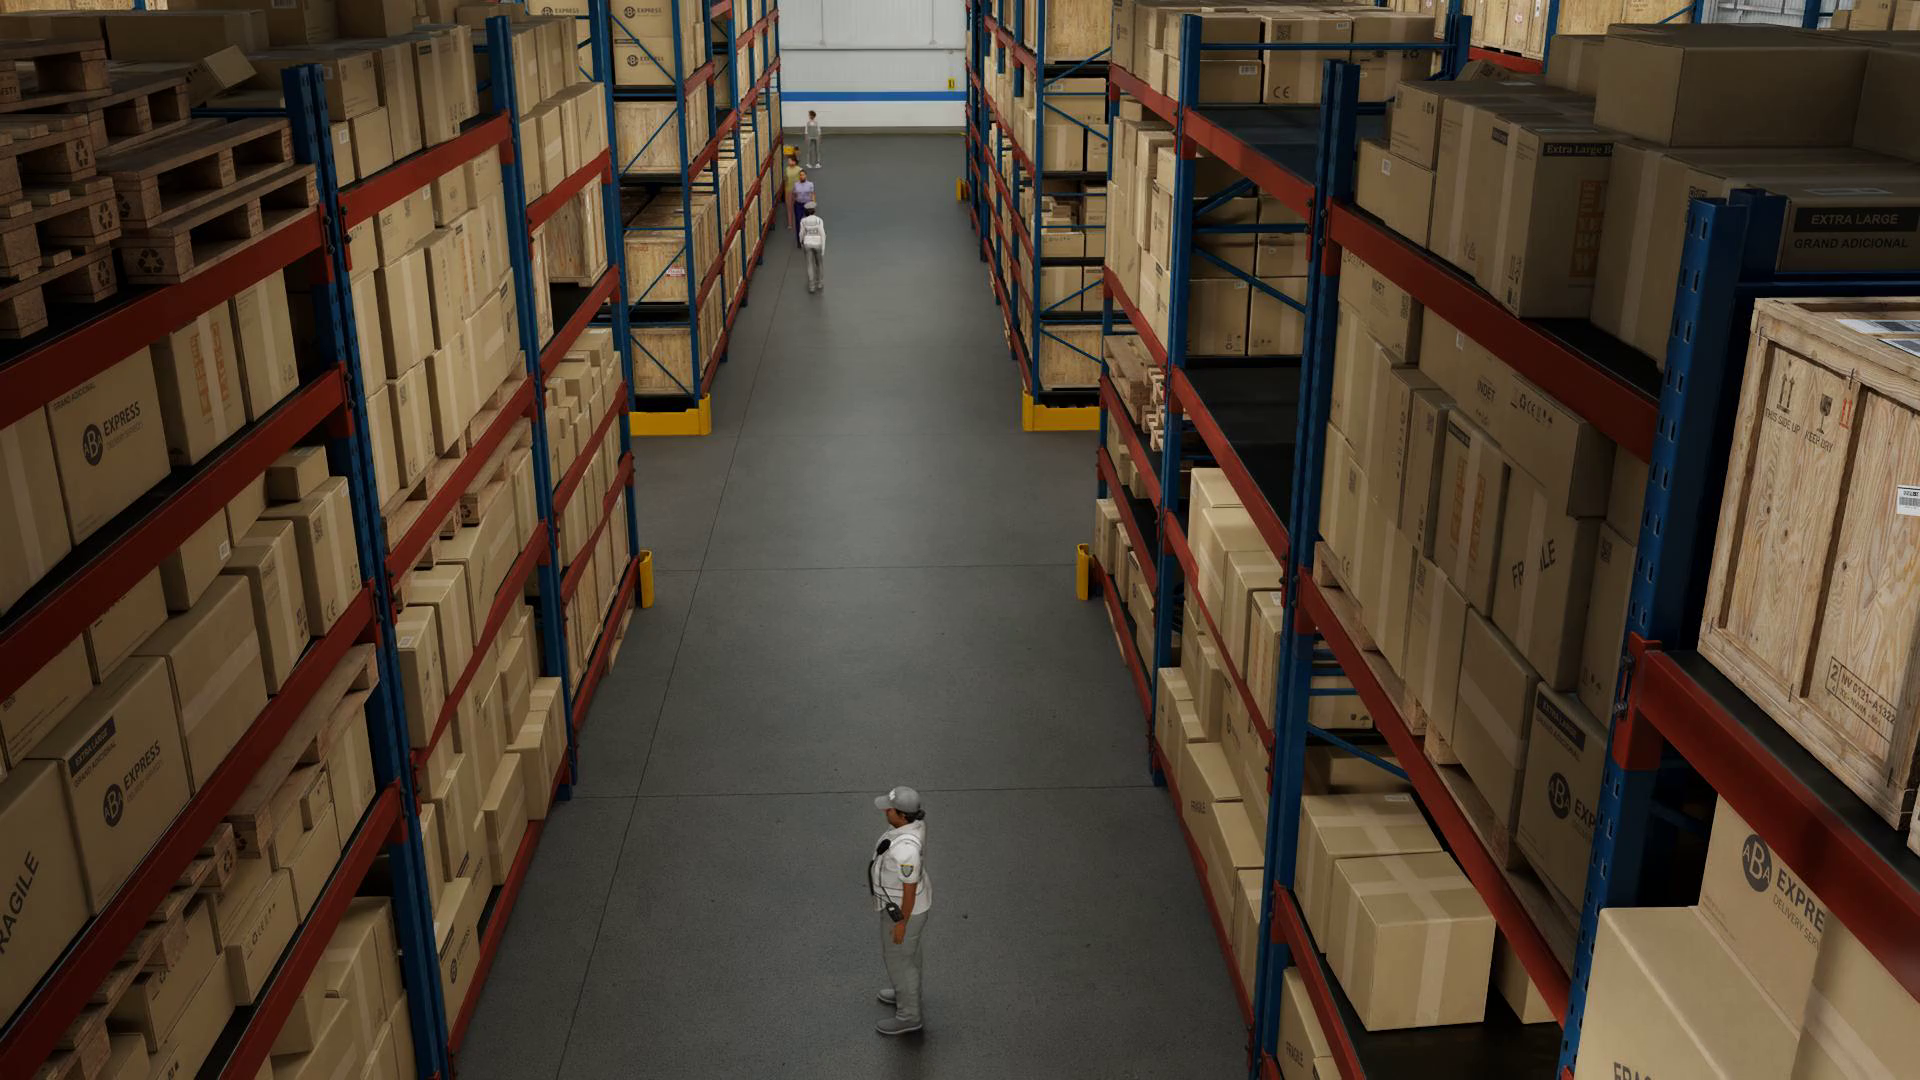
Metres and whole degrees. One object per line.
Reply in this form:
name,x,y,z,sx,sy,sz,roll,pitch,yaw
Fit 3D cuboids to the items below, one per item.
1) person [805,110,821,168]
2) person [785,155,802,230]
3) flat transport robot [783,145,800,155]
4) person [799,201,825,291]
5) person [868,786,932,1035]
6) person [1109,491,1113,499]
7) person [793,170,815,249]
person,-4.165,-11.383,47.200,0.441,1.596,0.377,1,20,2
person,-3.774,-7.973,37.936,0.465,1.613,0.863,1,20,3
flat transport robot,-5.612,-11.850,50.492,1.431,0.264,0.659,14,25,33
person,-2.803,-5.603,31.586,0.498,1.665,0.811,-2,21,-5
person,-0.368,2.302,10.477,0.385,1.669,0.479,1,20,2
person,1.784,-0.639,18.172,0.359,1.796,0.531,8,22,21
person,-3.361,-7.154,35.828,0.476,1.638,0.783,-2,21,-4
